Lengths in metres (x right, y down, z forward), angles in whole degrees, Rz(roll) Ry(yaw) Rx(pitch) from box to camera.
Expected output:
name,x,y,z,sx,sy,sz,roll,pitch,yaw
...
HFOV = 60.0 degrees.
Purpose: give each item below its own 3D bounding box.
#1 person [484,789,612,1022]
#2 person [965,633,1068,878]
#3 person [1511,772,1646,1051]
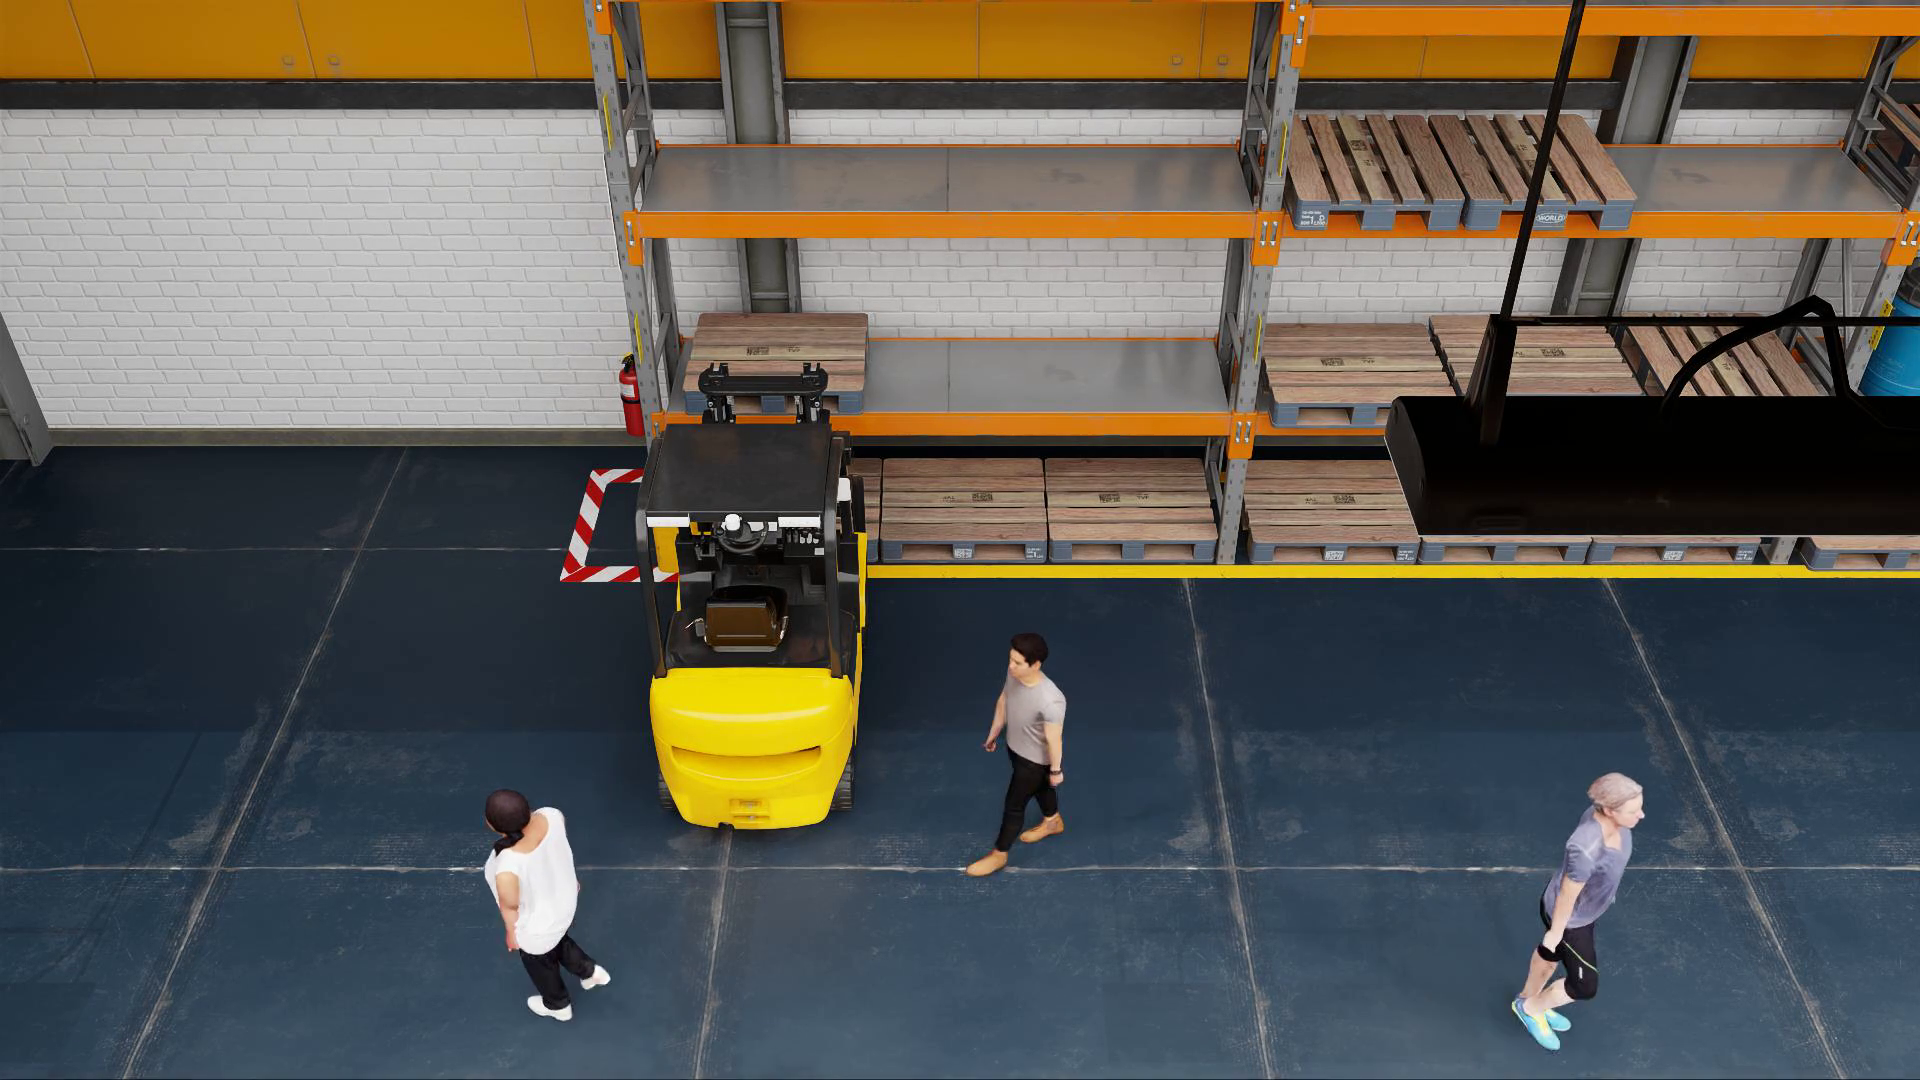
name,x,y,z,sx,sy,sz,roll,pitch,yaw
person,-2.115,1.896,8.519,0.793,1.677,0.755,12,40,14
person,0.480,1.158,9.430,1.046,1.694,0.871,-17,42,-20
person,3.034,1.836,8.432,0.844,1.879,0.812,25,45,28
